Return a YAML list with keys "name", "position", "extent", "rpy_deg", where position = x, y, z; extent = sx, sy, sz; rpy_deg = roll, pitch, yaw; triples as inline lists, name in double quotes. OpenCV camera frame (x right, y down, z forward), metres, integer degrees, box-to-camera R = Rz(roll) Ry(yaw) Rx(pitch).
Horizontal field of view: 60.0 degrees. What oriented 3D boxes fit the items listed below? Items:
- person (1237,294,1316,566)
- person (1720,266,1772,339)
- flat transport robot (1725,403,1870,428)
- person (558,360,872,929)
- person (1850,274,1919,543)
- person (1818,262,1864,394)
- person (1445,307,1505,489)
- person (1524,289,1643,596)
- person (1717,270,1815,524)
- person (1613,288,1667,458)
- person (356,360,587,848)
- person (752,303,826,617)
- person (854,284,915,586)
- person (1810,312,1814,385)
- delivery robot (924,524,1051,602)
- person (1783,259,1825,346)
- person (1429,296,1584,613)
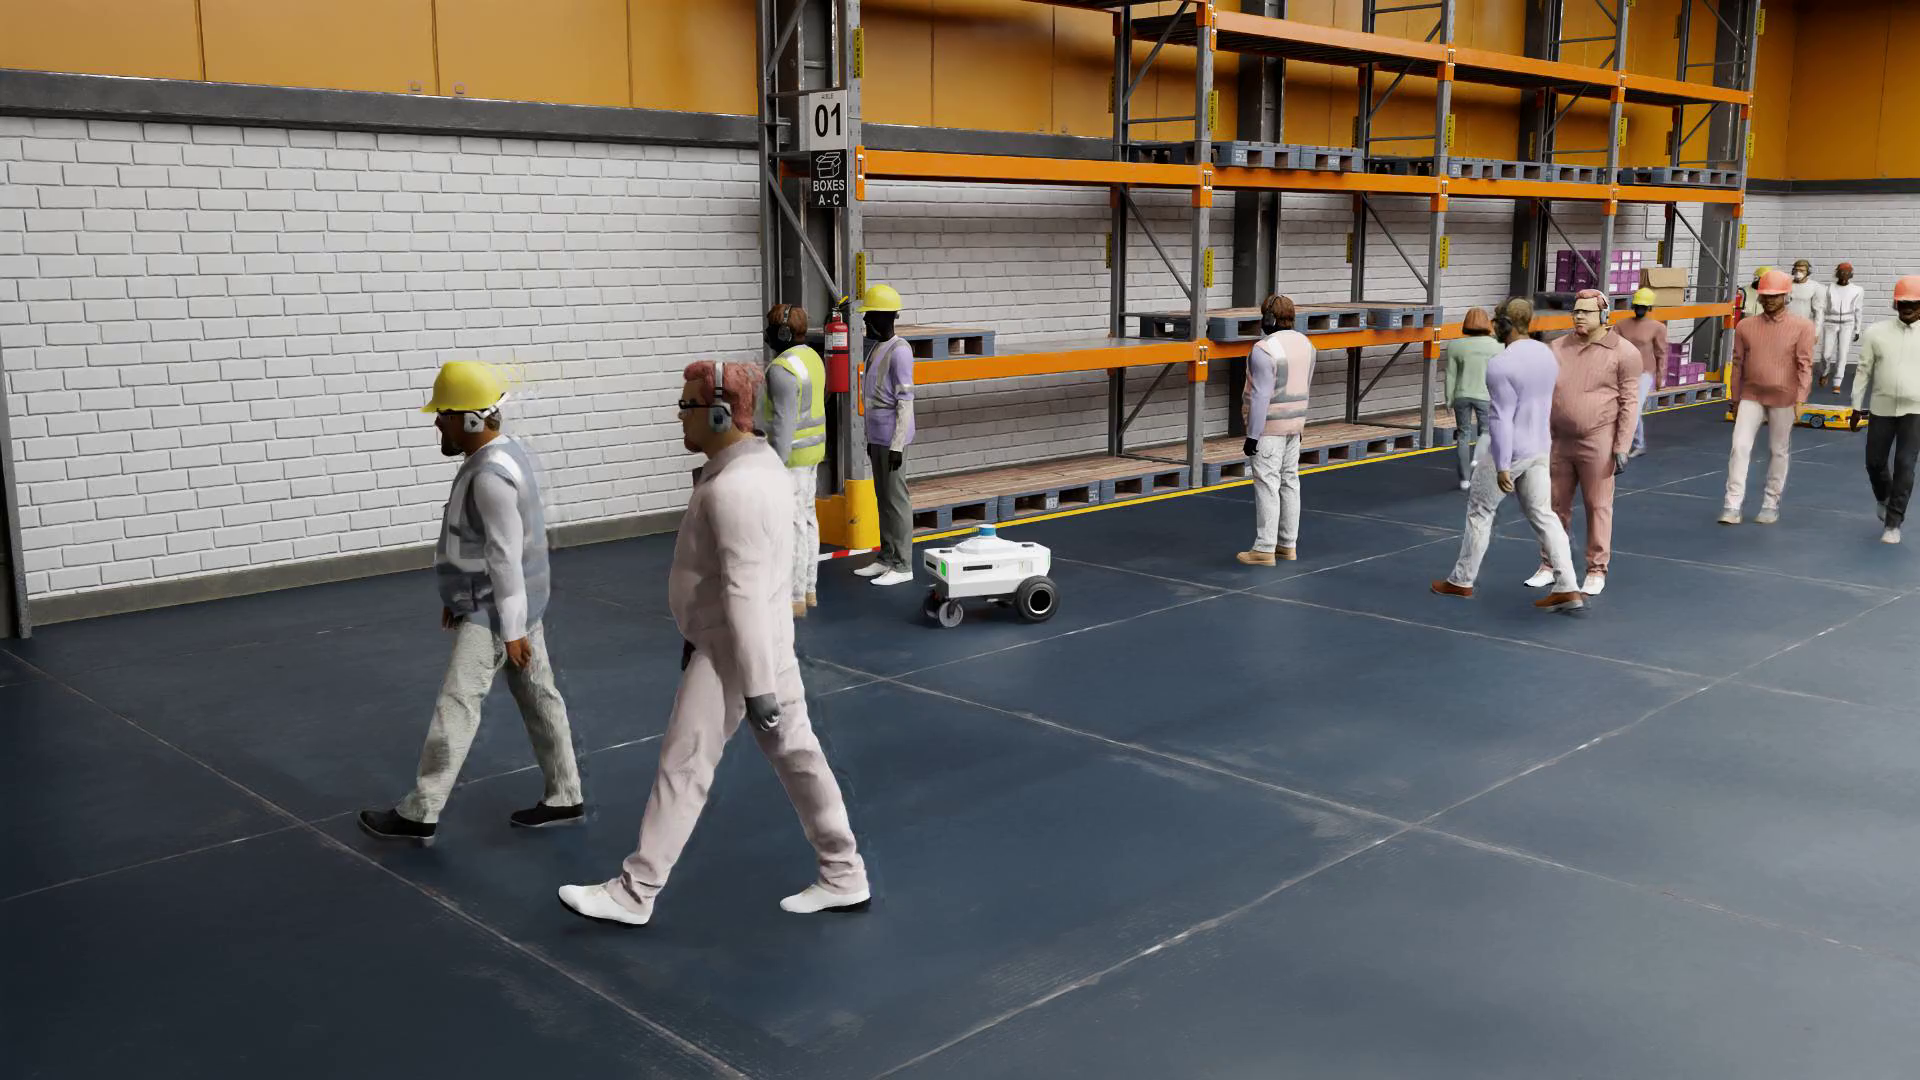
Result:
- name: "person"
  position: [2.141, -0.749, 11.369]
  extent: [0.429, 1.842, 0.633]
  rpy_deg: [10, 14, 43]
- name: "person"
  position: [11.425, -3.056, 24.073]
  extent: [0.753, 1.813, 0.407]
  rpy_deg: [4, 11, 21]
- name: "flat transport robot"
  position: [9.965, -1.504, 19.772]
  extent: [0.652, 0.197, 1.431]
  rpy_deg: [-10, 14, -44]
- name: "person"
  position: [-0.764, 0.349, 5.363]
  extent: [1.009, 1.853, 0.645]
  rpy_deg: [1, 10, 5]
- name: "person"
  position: [6.978, -0.988, 12.345]
  extent: [0.650, 1.969, 0.736]
  rpy_deg: [7, 13, 35]
- name: "person"
  position: [12.532, -3.030, 23.745]
  extent: [0.603, 1.869, 0.642]
  rpy_deg: [4, 11, 22]
- name: "person"
  position: [4.506, -1.233, 14.594]
  extent: [0.522, 1.619, 0.449]
  rpy_deg: [5, 11, 23]
- name: "person"
  position: [3.897, -0.612, 10.444]
  extent: [0.407, 1.910, 0.638]
  rpy_deg: [-10, 14, -44]
- name: "person"
  position: [6.189, -1.072, 12.793]
  extent: [0.623, 1.962, 0.851]
  rpy_deg: [9, 13, 39]
- name: "person"
  position: [6.673, -1.630, 16.513]
  extent: [0.936, 1.714, 0.533]
  rpy_deg: [-9, 14, -42]
- name: "person"
  position: [-1.833, 0.240, 6.135]
  extent: [0.894, 1.787, 0.592]
  rpy_deg: [-2, 11, -8]
- name: "person"
  position: [-1.015, -0.469, 9.841]
  extent: [0.429, 1.846, 0.625]
  rpy_deg: [2, 11, 10]
- name: "person"
  position: [-0.480, -0.671, 10.709]
  extent: [0.370, 1.928, 0.585]
  rpy_deg: [-4, 11, -19]
- name: "person"
  position: [11.950, -2.897, 23.652]
  extent: [0.507, 1.632, 0.268]
  rpy_deg: [1, 10, 3]
- name: "delivery robot"
  position: [0.156, 0.152, 9.714]
  extent: [0.707, 0.478, 0.477]
  rpy_deg: [-4, 11, -20]
- name: "person"
  position: [11.225, -2.807, 22.380]
  extent: [0.665, 1.917, 0.631]
  rpy_deg: [10, 14, 43]
- name: "person"
  position: [3.354, -0.513, 9.973]
  extent: [0.616, 1.891, 0.988]
  rpy_deg: [-7, 12, -33]
